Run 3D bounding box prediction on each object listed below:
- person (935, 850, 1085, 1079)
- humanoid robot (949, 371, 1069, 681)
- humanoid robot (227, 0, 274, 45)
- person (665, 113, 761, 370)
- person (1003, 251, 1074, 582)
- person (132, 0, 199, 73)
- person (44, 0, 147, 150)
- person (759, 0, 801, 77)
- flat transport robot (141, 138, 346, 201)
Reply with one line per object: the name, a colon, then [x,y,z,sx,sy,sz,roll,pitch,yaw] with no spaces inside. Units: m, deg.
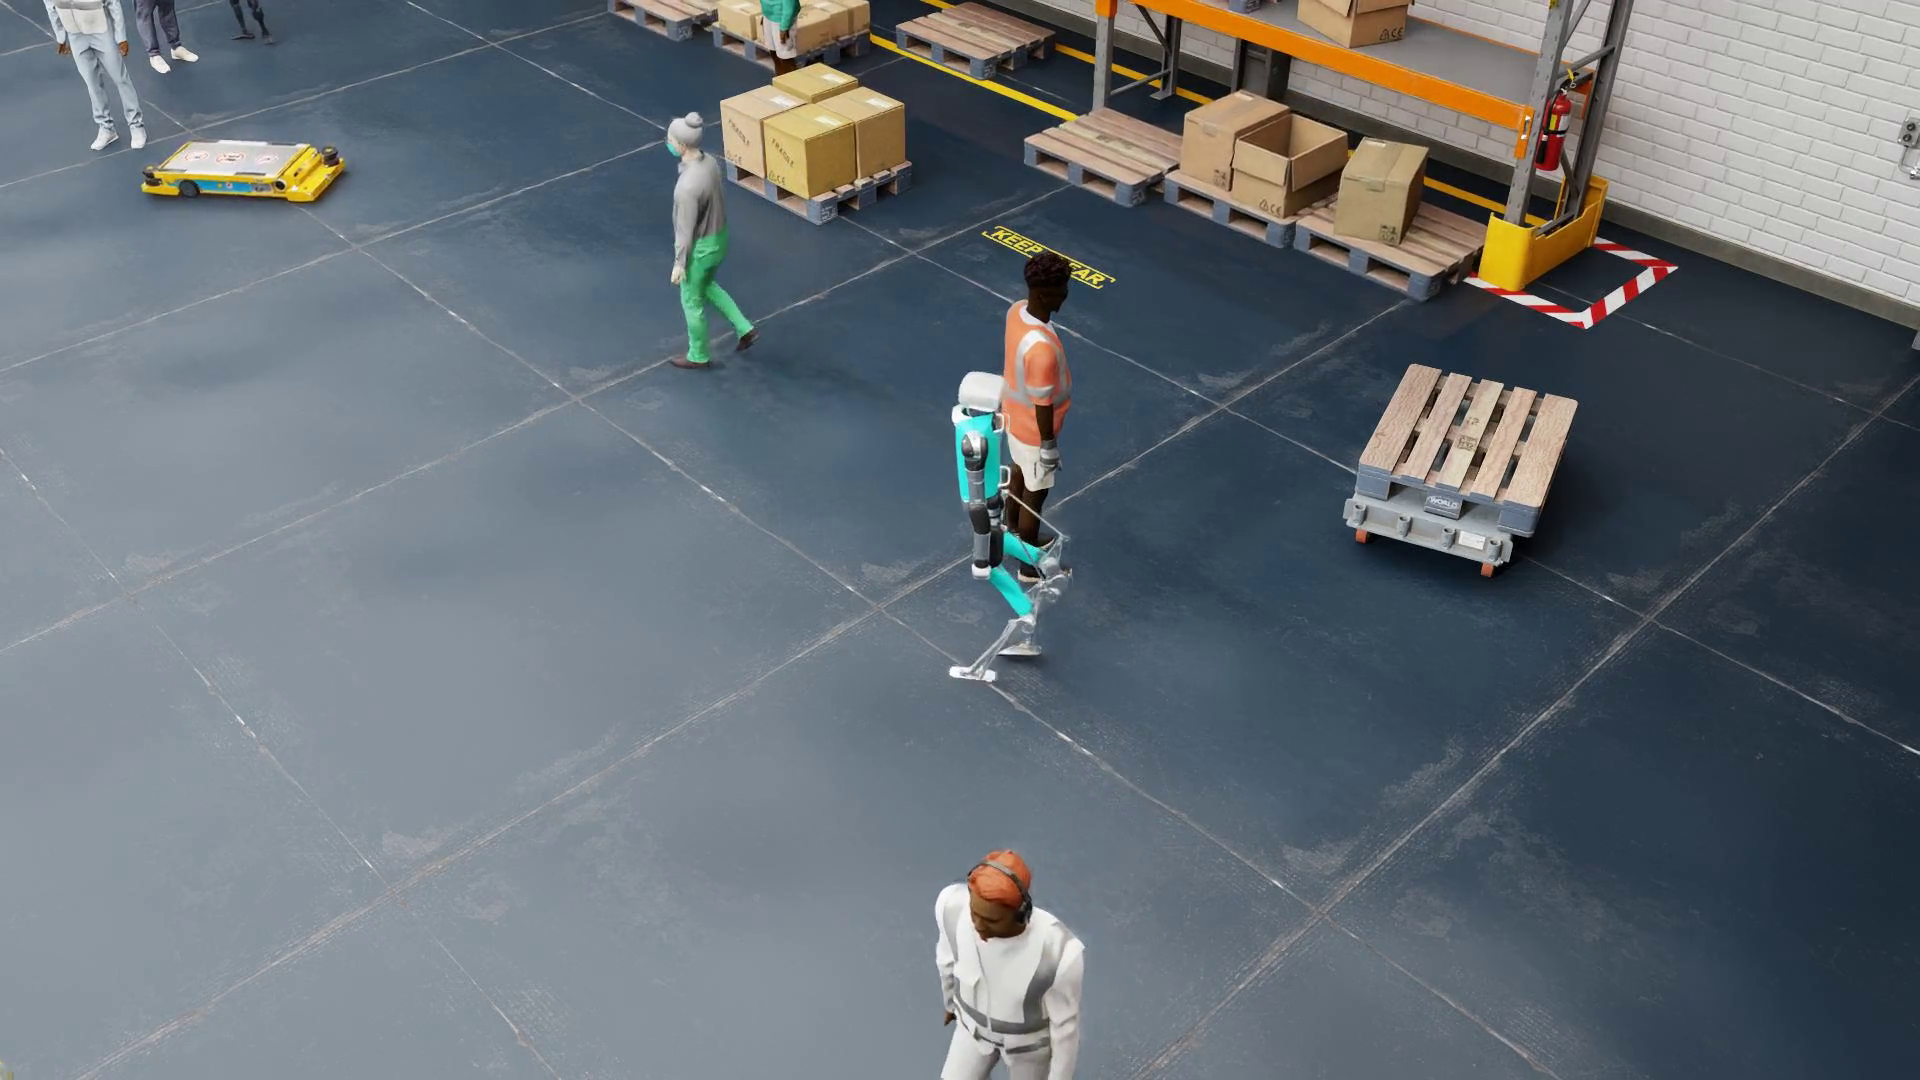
person: [0.138,1.784,5.845,0.589,1.862,0.600,16,40,21]
humanoid robot: [0.322,-0.034,8.357,0.759,1.776,0.530,1,37,2]
humanoid robot: [-6.871,-5.479,15.618,0.612,1.648,0.324,15,40,19]
person: [-1.685,-1.913,10.770,0.554,1.827,0.547,7,38,9]
person: [0.417,-0.654,8.996,0.368,1.963,0.602,-8,38,-10]
person: [-7.420,-5.240,15.145,0.420,1.865,0.816,19,41,24]
person: [-7.144,-4.169,13.684,0.587,1.920,0.391,-1,37,-1]
person: [-1.531,-4.439,14.098,0.396,1.851,0.494,-18,41,-22]
flat transport robot: [-5.817,-2.999,13.504,1.431,0.231,0.659,4,37,5]
